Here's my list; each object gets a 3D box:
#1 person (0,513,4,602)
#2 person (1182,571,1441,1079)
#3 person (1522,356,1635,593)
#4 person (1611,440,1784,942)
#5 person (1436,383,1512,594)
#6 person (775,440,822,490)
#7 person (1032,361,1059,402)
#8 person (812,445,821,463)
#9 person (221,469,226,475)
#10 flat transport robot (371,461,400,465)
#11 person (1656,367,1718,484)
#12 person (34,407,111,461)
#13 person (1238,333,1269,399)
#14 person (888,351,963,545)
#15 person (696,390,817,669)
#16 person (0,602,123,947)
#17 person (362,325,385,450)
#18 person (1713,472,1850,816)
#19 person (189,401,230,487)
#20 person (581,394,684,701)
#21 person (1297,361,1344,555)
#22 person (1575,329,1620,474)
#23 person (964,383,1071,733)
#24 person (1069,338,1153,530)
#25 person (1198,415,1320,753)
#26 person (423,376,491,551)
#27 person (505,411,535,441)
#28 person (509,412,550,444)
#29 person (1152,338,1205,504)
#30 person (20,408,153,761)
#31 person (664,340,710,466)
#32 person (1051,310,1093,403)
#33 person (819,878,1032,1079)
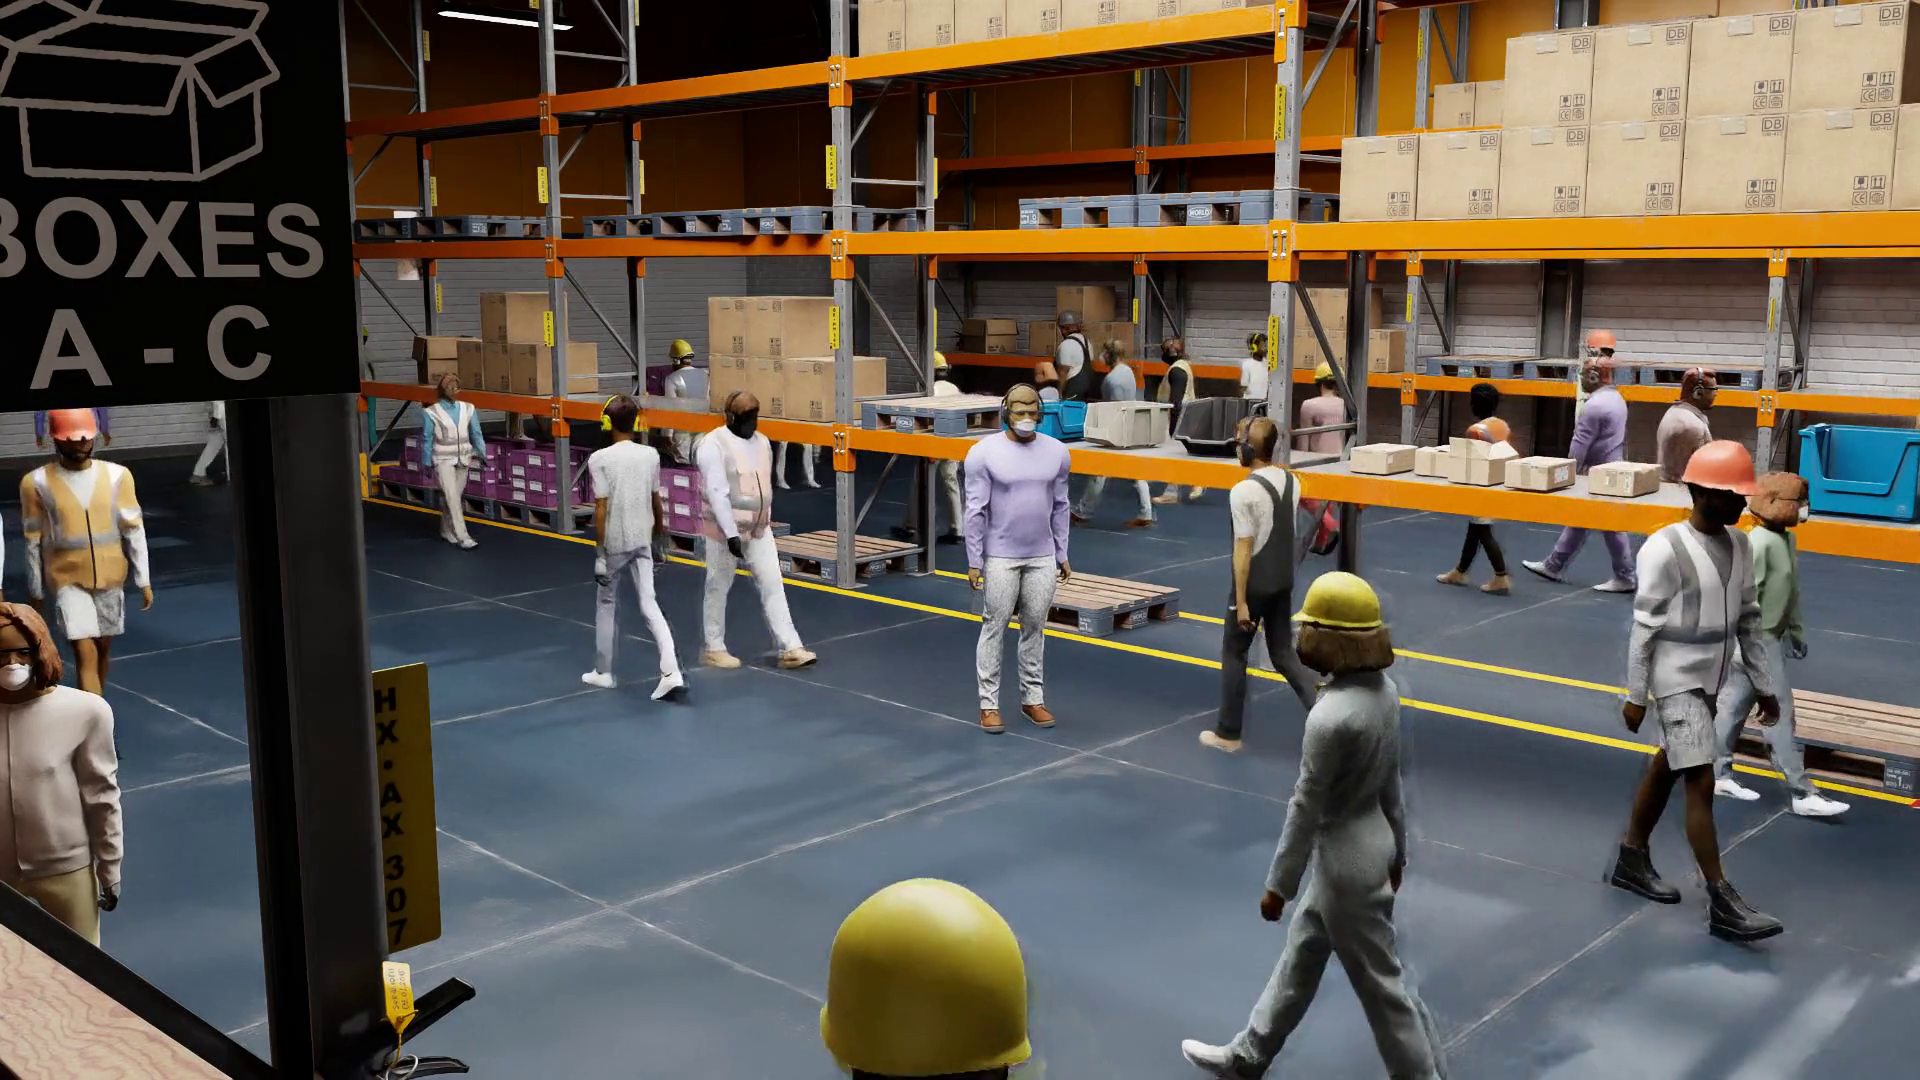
[{"bbox_3d":[-5.264,0.223,8.618,0.572,1.886,0.353,-2,9,-12],"label":"person"},{"bbox_3d":[1.072,0.929,4.848,0.891,1.687,0.506,6,11,32],"label":"person"},{"bbox_3d":[4.983,-0.526,13.271,0.963,1.857,0.664,6,11,32],"label":"person"},{"bbox_3d":[2.939,0.568,6.452,0.565,1.895,0.914,-6,11,-31],"label":"person"},{"bbox_3d":[4.119,-0.413,13.181,0.716,1.669,0.545,9,13,43],"label":"person"},{"bbox_3d":[-1.905,-1.368,19.214,0.666,1.617,0.537,9,13,42],"label":"person"},{"bbox_3d":[0.844,-1.001,16.913,0.338,1.620,0.535,4,10,23],"label":"person"},{"bbox_3d":[-1.709,-1.947,21.714,0.635,1.960,0.961,-5,10,-28],"label":"person"},{"bbox_3d":[-9.038,-1.778,20.710,0.539,1.946,0.688,-6,11,-34],"label":"person"},{"bbox_3d":[-6.562,-0.831,20.021,1.431,0.197,0.652,-2,10,-15],"label":"flat transport robot"},{"bbox_3d":[4.979,-0.236,11.425,0.398,1.896,0.645,2,9,13],"label":"person"},{"bbox_3d":[-8.718,-1.098,16.280,0.649,2.025,0.565,-1,9,-9],"label":"person"},{"bbox_3d":[3.432,-1.545,19.673,0.963,1.827,0.515,8,12,40],"label":"person"},{"bbox_3d":[-0.304,-0.860,15.517,0.822,1.796,0.612,8,12,40],"label":"person"},{"bbox_3d":[-1.310,-0.036,10.516,0.897,1.794,0.612,8,12,39],"label":"person"},{"bbox_3d":[-2.685,0.978,4.807,0.497,1.622,0.277,-4,10,-22],"label":"person"},{"bbox_3d":[-8.461,-2.158,23.579,0.525,1.771,0.305,1,9,9],"label":"person"},{"bbox_3d":[3.910,0.488,7.819,0.752,1.600,0.523,8,12,39],"label":"person"},{"bbox_3d":[-8.737,-1.521,19.492,0.721,1.847,0.598,-3,10,-19],"label":"person"},{"bbox_3d":[-1.958,0.043,9.955,0.544,1.829,0.955,-8,12,-41],"label":"person"},{"bbox_3d":[3.245,-0.703,14.716,0.530,1.746,0.530,-4,10,-25],"label":"person"},{"bbox_3d":[6.470,-1.199,17.153,0.982,1.958,0.615,7,12,36],"label":"person"},{"bbox_3d":[0.325,0.098,9.229,0.635,1.936,0.353,-4,10,-21],"label":"person"},{"bbox_3d":[1.474,-1.038,16.347,1.000,1.883,0.654,4,10,23],"label":"person"},{"bbox_3d":[1.619,0.266,8.578,0.512,1.823,0.825,-7,11,-36],"label":"person"},{"bbox_3d":[-4.643,-0.712,15.252,0.884,1.593,0.527,9,13,43],"label":"person"},{"bbox_3d":[-6.573,-2.377,24.616,0.533,1.868,0.310,8,12,39],"label":"person"},{"bbox_3d":[-5.922,-2.065,22.656,0.561,1.897,0.983,4,10,23],"label":"person"},{"bbox_3d":[2.377,-1.277,18.022,0.525,1.822,0.636,1,9,8],"label":"person"},{"bbox_3d":[-4.586,0.202,8.771,0.555,1.874,1.006,-8,13,-42],"label":"person"},{"bbox_3d":[-2.866,-1.172,17.373,0.403,1.827,0.588,8,12,39],"label":"person"},{"bbox_3d":[1.445,-1.990,21.714,0.548,2.000,0.726,5,11,30],"label":"person"},{"bbox_3d":[-0.045,1.313,1.851,0.617,1.908,0.417,-4,10,-23],"label":"person"}]
